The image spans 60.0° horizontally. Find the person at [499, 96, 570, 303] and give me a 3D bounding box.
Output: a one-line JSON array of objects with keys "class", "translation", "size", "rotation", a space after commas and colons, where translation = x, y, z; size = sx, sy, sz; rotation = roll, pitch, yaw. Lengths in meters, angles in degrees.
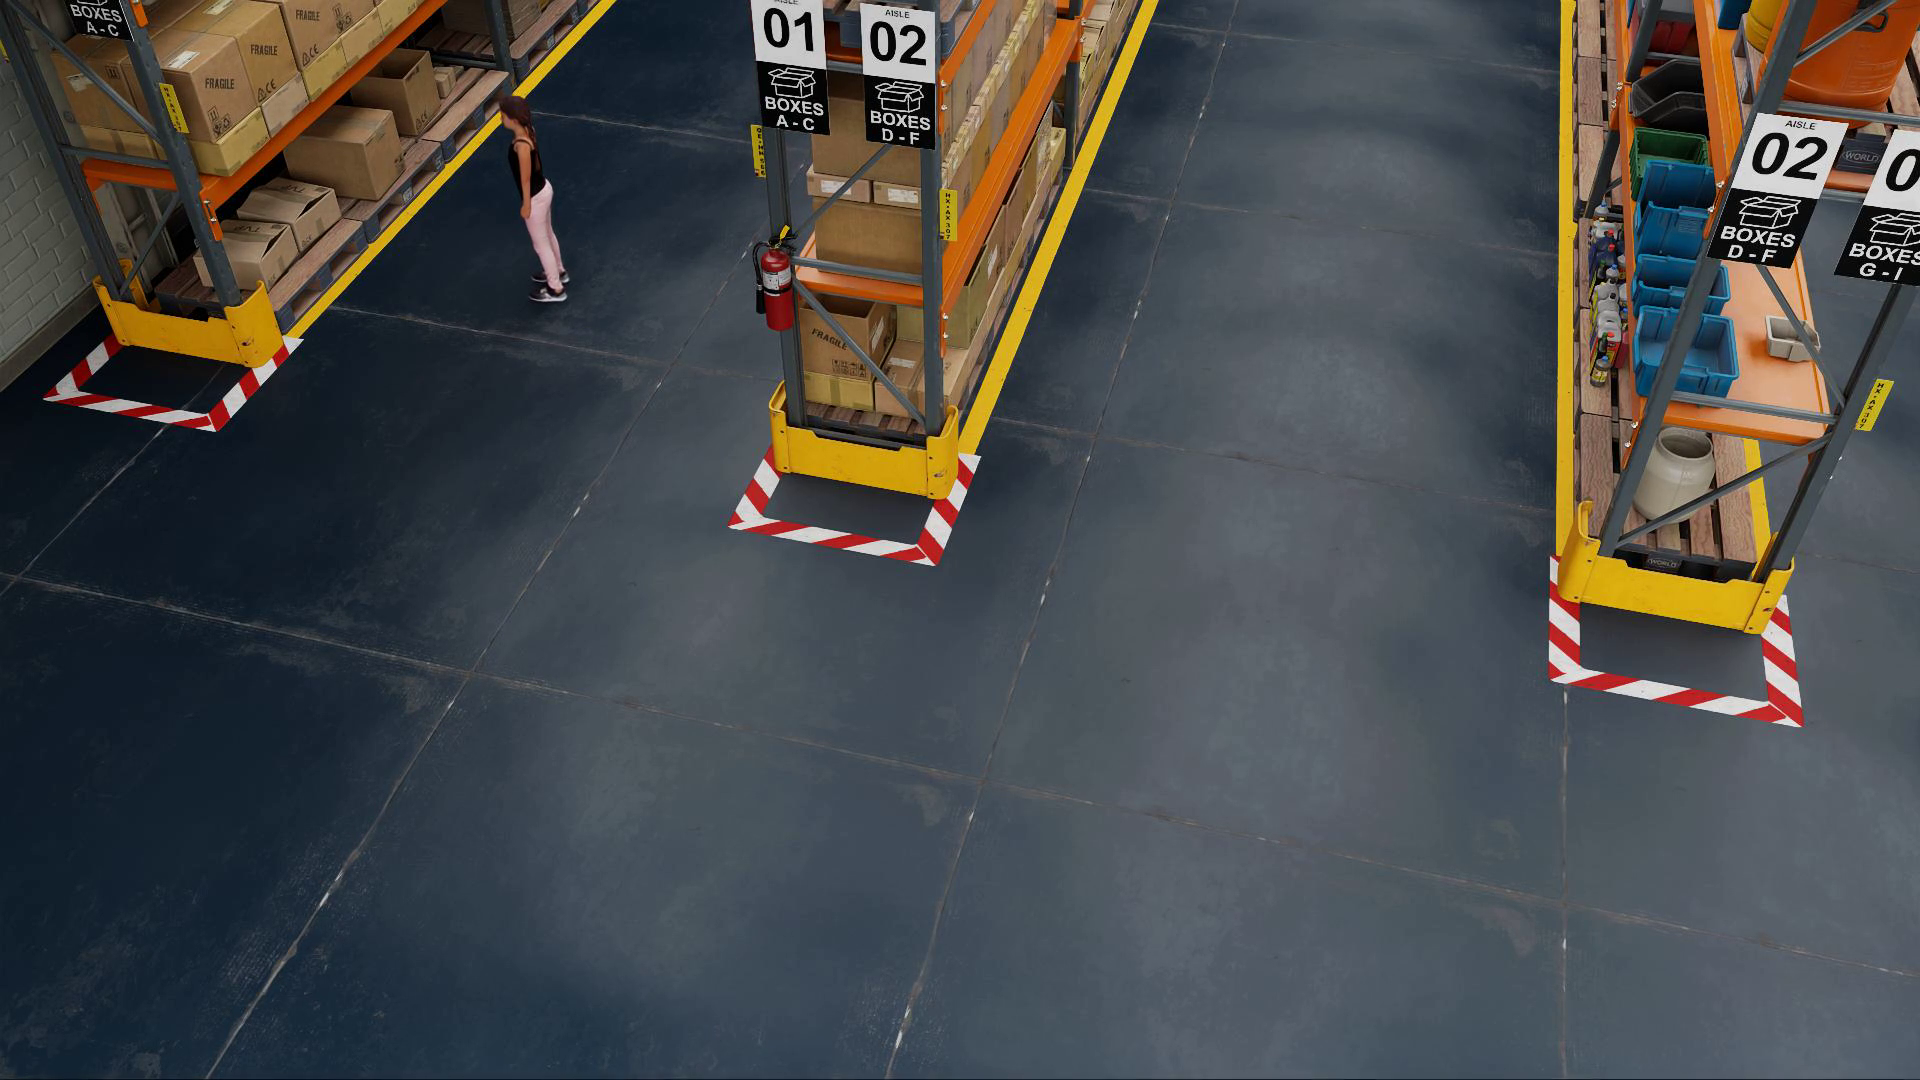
[{"class": "person", "translation": [-2.980, -2.407, 11.675], "size": [0.624, 1.563, 0.524], "rotation": [-2, 43, -2]}]
